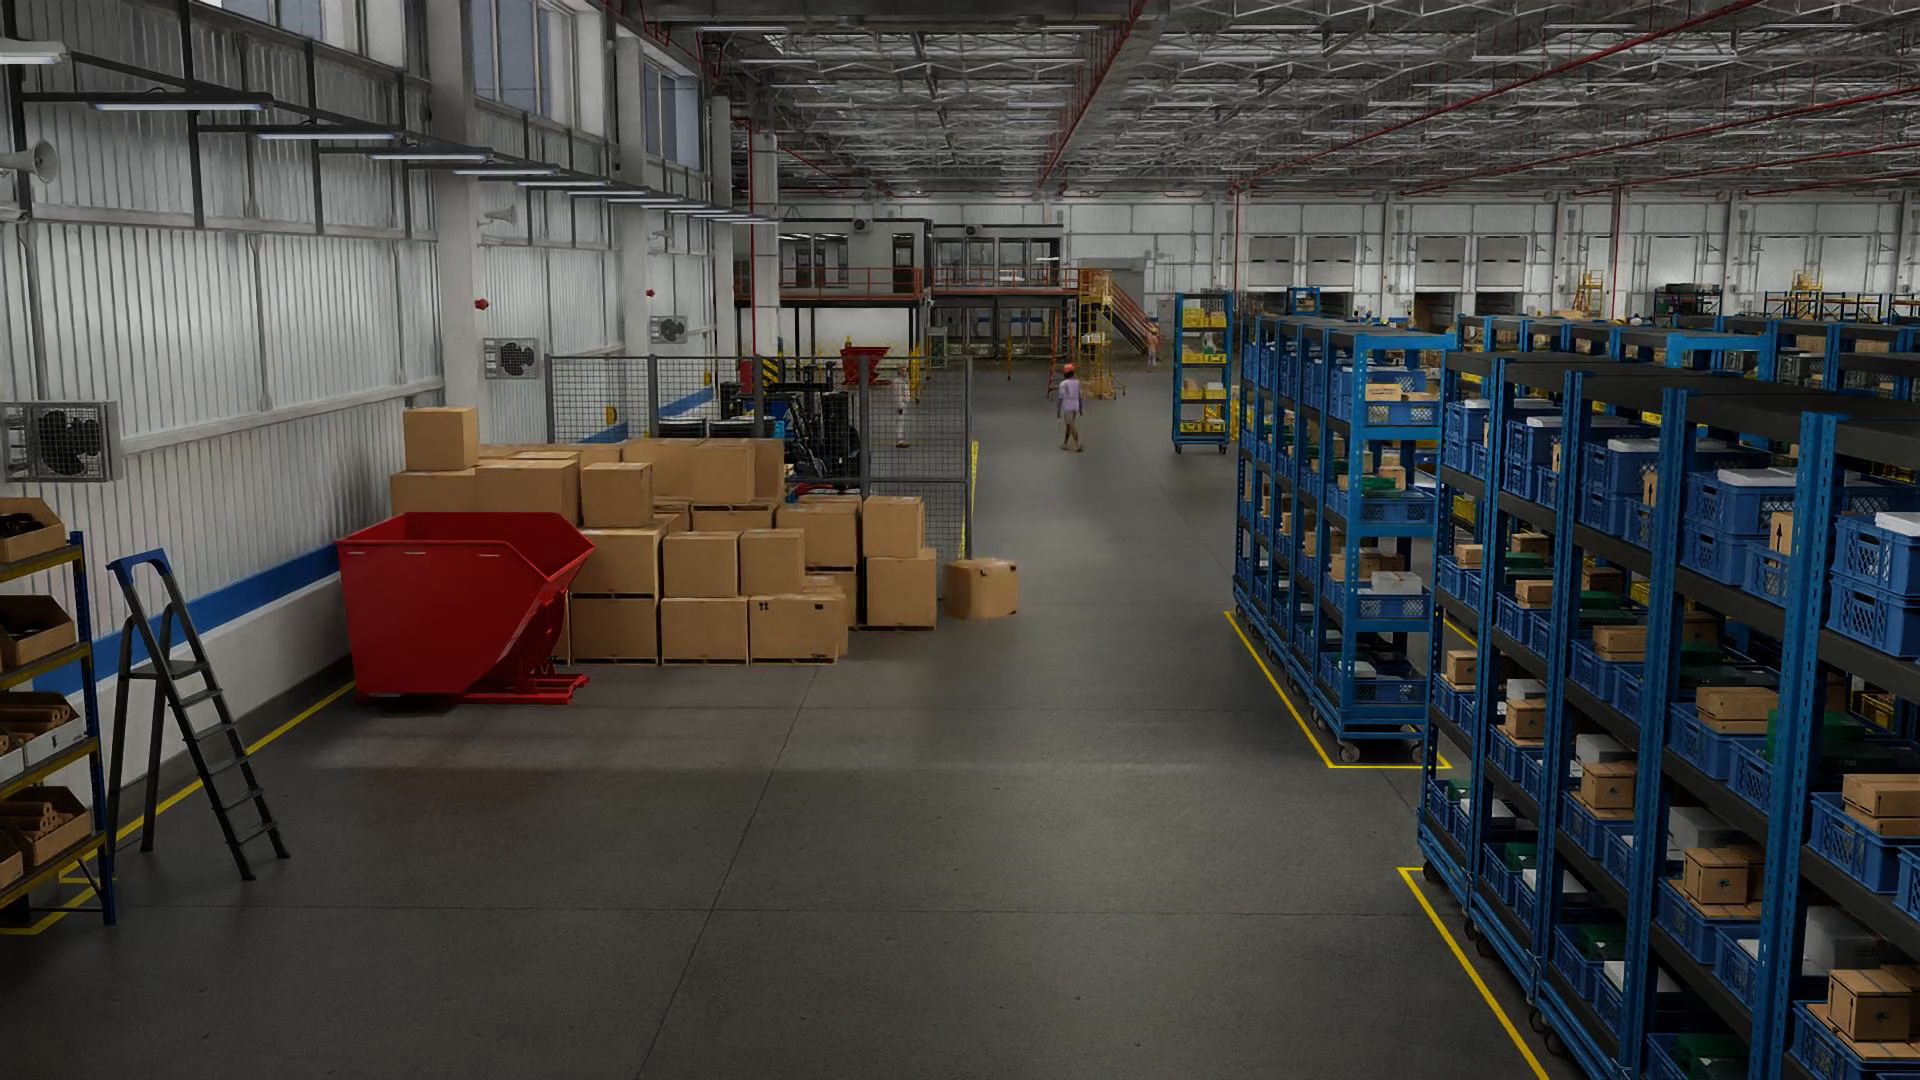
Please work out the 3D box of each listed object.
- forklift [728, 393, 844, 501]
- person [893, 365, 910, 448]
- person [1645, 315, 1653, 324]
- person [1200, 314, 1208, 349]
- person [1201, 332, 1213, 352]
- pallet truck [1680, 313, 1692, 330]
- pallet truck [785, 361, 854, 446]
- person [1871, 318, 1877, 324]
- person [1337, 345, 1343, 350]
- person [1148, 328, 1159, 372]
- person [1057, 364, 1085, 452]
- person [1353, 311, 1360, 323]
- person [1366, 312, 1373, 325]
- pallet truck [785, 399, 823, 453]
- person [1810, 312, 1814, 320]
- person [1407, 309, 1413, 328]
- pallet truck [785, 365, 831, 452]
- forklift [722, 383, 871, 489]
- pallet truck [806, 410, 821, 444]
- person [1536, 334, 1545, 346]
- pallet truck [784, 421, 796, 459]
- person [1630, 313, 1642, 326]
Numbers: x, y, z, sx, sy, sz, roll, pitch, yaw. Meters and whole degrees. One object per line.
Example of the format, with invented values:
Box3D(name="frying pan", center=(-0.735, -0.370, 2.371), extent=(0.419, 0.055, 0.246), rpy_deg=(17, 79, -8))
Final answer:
Box3D(name="forklift", center=(-2.979, -1.316, 26.476), extent=(2.680, 1.987, 1.157), rpy_deg=(0, 9, 1))
Box3D(name="person", center=(-1.352, -3.112, 38.757), extent=(0.409, 1.908, 0.639), rpy_deg=(0, 9, 3))
Box3D(name="person", center=(35.707, -10.743, 86.185), extent=(0.950, 1.798, 0.641), rpy_deg=(6, 11, 34))
Box3D(name="person", center=(12.877, -10.889, 86.944), extent=(0.609, 1.850, 0.623), rpy_deg=(-9, 13, -43))
Box3D(name="person", center=(10.481, -8.310, 70.798), extent=(1.015, 1.907, 0.626), rpy_deg=(8, 12, 42))
Box3D(name="pallet truck", center=(36.315, -10.531, 84.244), extent=(0.823, 1.965, 1.885), rpy_deg=(-6, 11, -33))
Box3D(name="pallet truck", center=(-3.410, -3.193, 38.978), extent=(1.885, 1.965, 0.823), rpy_deg=(0, 9, -1))
Box3D(name="person", center=(42.289, -9.337, 77.082), extent=(0.359, 1.930, 0.587), rpy_deg=(6, 11, 33))
Box3D(name="person", center=(14.906, -7.409, 65.486), extent=(0.506, 1.831, 0.552), rpy_deg=(0, 9, 0))
Box3D(name="person", center=(7.856, -7.728, 67.661), extent=(0.327, 1.769, 0.525), rpy_deg=(-7, 12, -38))
Box3D(name="person", center=(2.553, -3.000, 37.819), extent=(0.616, 2.004, 1.008), rpy_deg=(-7, 11, -36))
Box3D(name="person", center=(22.323, -12.006, 93.819), extent=(0.429, 1.843, 0.630), rpy_deg=(5, 10, 28))
Box3D(name="person", center=(21.241, -10.862, 86.431), extent=(0.399, 1.949, 0.605), rpy_deg=(-1, 9, -8))
Box3D(name="pallet truck", center=(-3.814, -2.432, 36.419), extent=(1.630, 1.274, 0.653), rpy_deg=(0, 9, 1))
Box3D(name="person", center=(45.375, -11.168, 88.522), extent=(0.951, 1.892, 0.571), rpy_deg=(-1, 9, -5))
Box3D(name="person", center=(25.587, -12.173, 94.621), extent=(0.399, 1.918, 0.589), rpy_deg=(5, 11, 30))
Box3D(name="pallet truck", center=(-3.774, -2.976, 37.635), extent=(1.885, 1.965, 0.823), rpy_deg=(1, 9, 5))
Box3D(name="forklift", center=(-2.893, -1.687, 28.729), extent=(2.680, 1.987, 1.157), rpy_deg=(0, 9, -1))
Box3D(name="pallet truck", center=(-3.559, -2.018, 33.905), extent=(1.522, 1.261, 0.704), rpy_deg=(0, 9, -1))
Box3D(name="person", center=(23.063, -7.542, 66.026), extent=(0.423, 1.922, 0.564), rpy_deg=(8, 12, 40))
Box3D(name="pallet truck", center=(-4.013, -1.793, 32.705), extent=(1.601, 1.201, 0.680), rpy_deg=(0, 9, 1))
Box3D(name="person", center=(34.643, -10.672, 85.288), extent=(0.375, 1.940, 0.627), rpy_deg=(-8, 12, -40))
